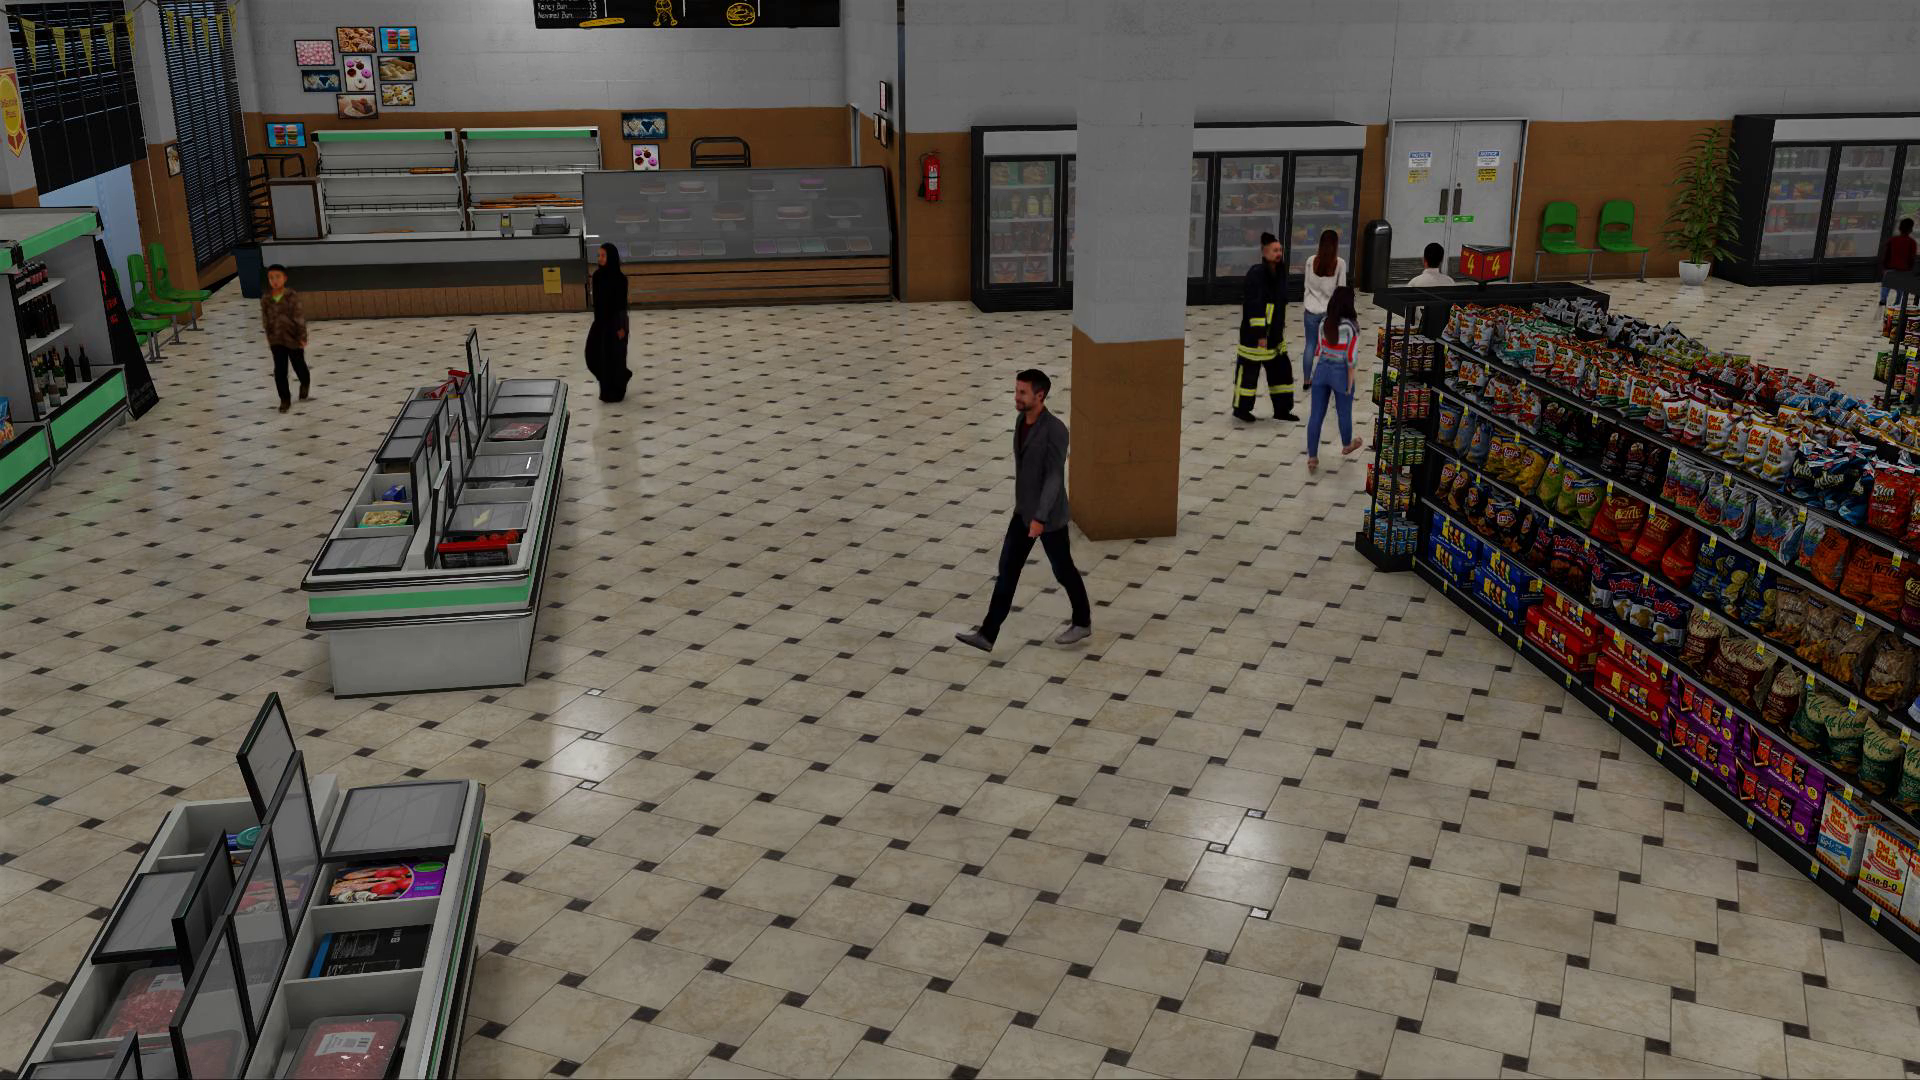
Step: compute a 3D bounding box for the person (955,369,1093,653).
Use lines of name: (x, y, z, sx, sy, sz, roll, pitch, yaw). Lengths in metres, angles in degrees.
person: (0.578, -0.152, 10.500, 1.106, 1.813, 1.249, -13, 23, -34)

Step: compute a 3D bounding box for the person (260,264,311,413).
person: (-6.747, -2.041, 16.698, 0.561, 1.433, 0.894, -4, 19, -10)

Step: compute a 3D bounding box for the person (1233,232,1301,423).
person: (2.866, -2.051, 16.087, 0.964, 1.843, 1.056, -12, 22, -33)

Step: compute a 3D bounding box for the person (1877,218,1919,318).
person: (11.940, -3.457, 21.201, 0.798, 1.239, 0.876, 11, 22, 31)

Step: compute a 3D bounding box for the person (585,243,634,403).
person: (-3.515, -2.230, 16.983, 0.846, 1.609, 0.914, 11, 22, 31)

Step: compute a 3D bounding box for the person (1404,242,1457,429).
person: (4.390, -1.890, 15.659, 0.661, 1.811, 0.563, -4, 19, -13)

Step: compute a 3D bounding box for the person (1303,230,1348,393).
person: (3.765, -2.373, 17.276, 0.707, 1.692, 0.731, 7, 20, 21)

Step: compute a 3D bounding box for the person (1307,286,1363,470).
person: (3.228, -1.385, 14.541, 1.059, 1.567, 1.093, 12, 22, 32)
